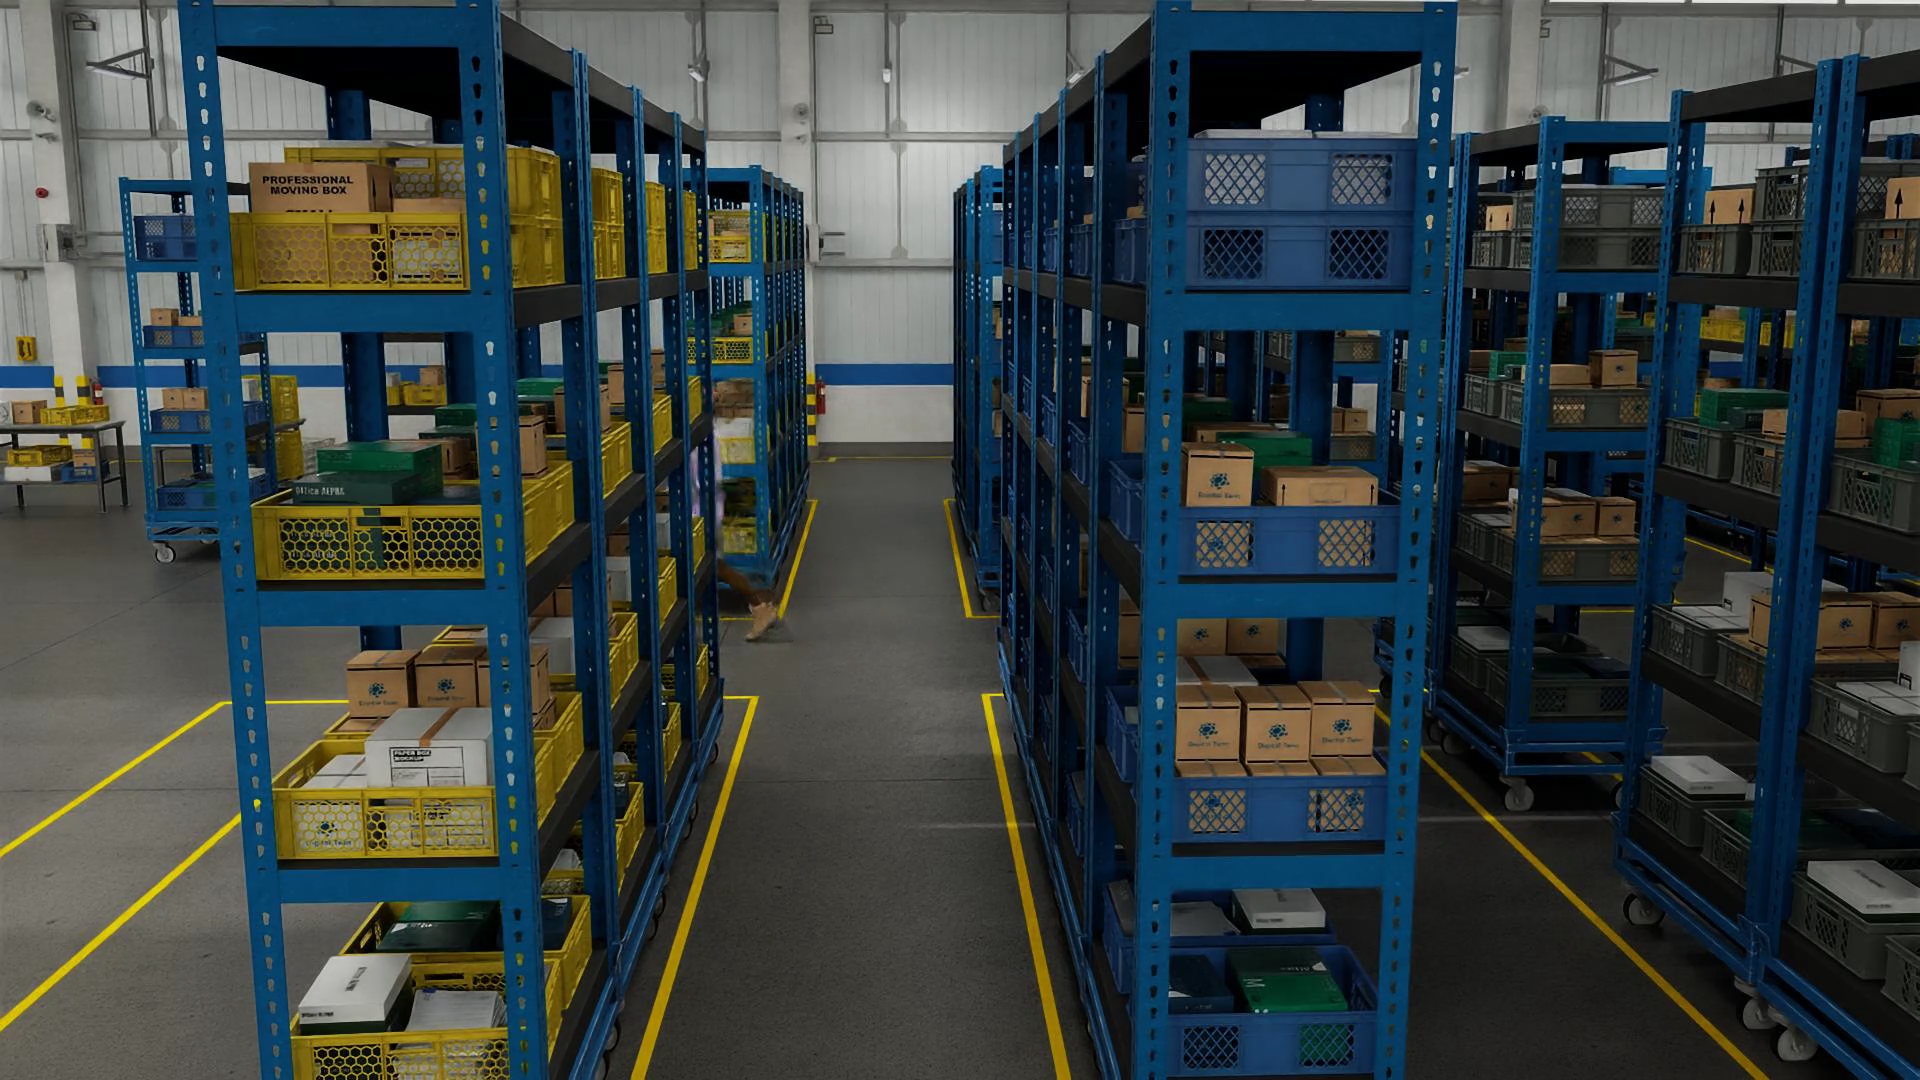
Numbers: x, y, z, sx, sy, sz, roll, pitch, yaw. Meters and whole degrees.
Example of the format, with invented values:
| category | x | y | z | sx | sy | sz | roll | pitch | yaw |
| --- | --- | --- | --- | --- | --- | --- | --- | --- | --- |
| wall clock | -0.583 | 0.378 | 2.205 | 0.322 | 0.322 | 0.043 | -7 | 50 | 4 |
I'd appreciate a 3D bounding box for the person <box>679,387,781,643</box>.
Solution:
| category | x | y | z | sx | sy | sz | roll | pitch | yaw |
| --- | --- | --- | --- | --- | --- | --- | --- | --- | --- |
| person | -1.838 | -0.182 | 12.343 | 0.996 | 2.012 | 0.625 | 0 | 10 | -3 |
